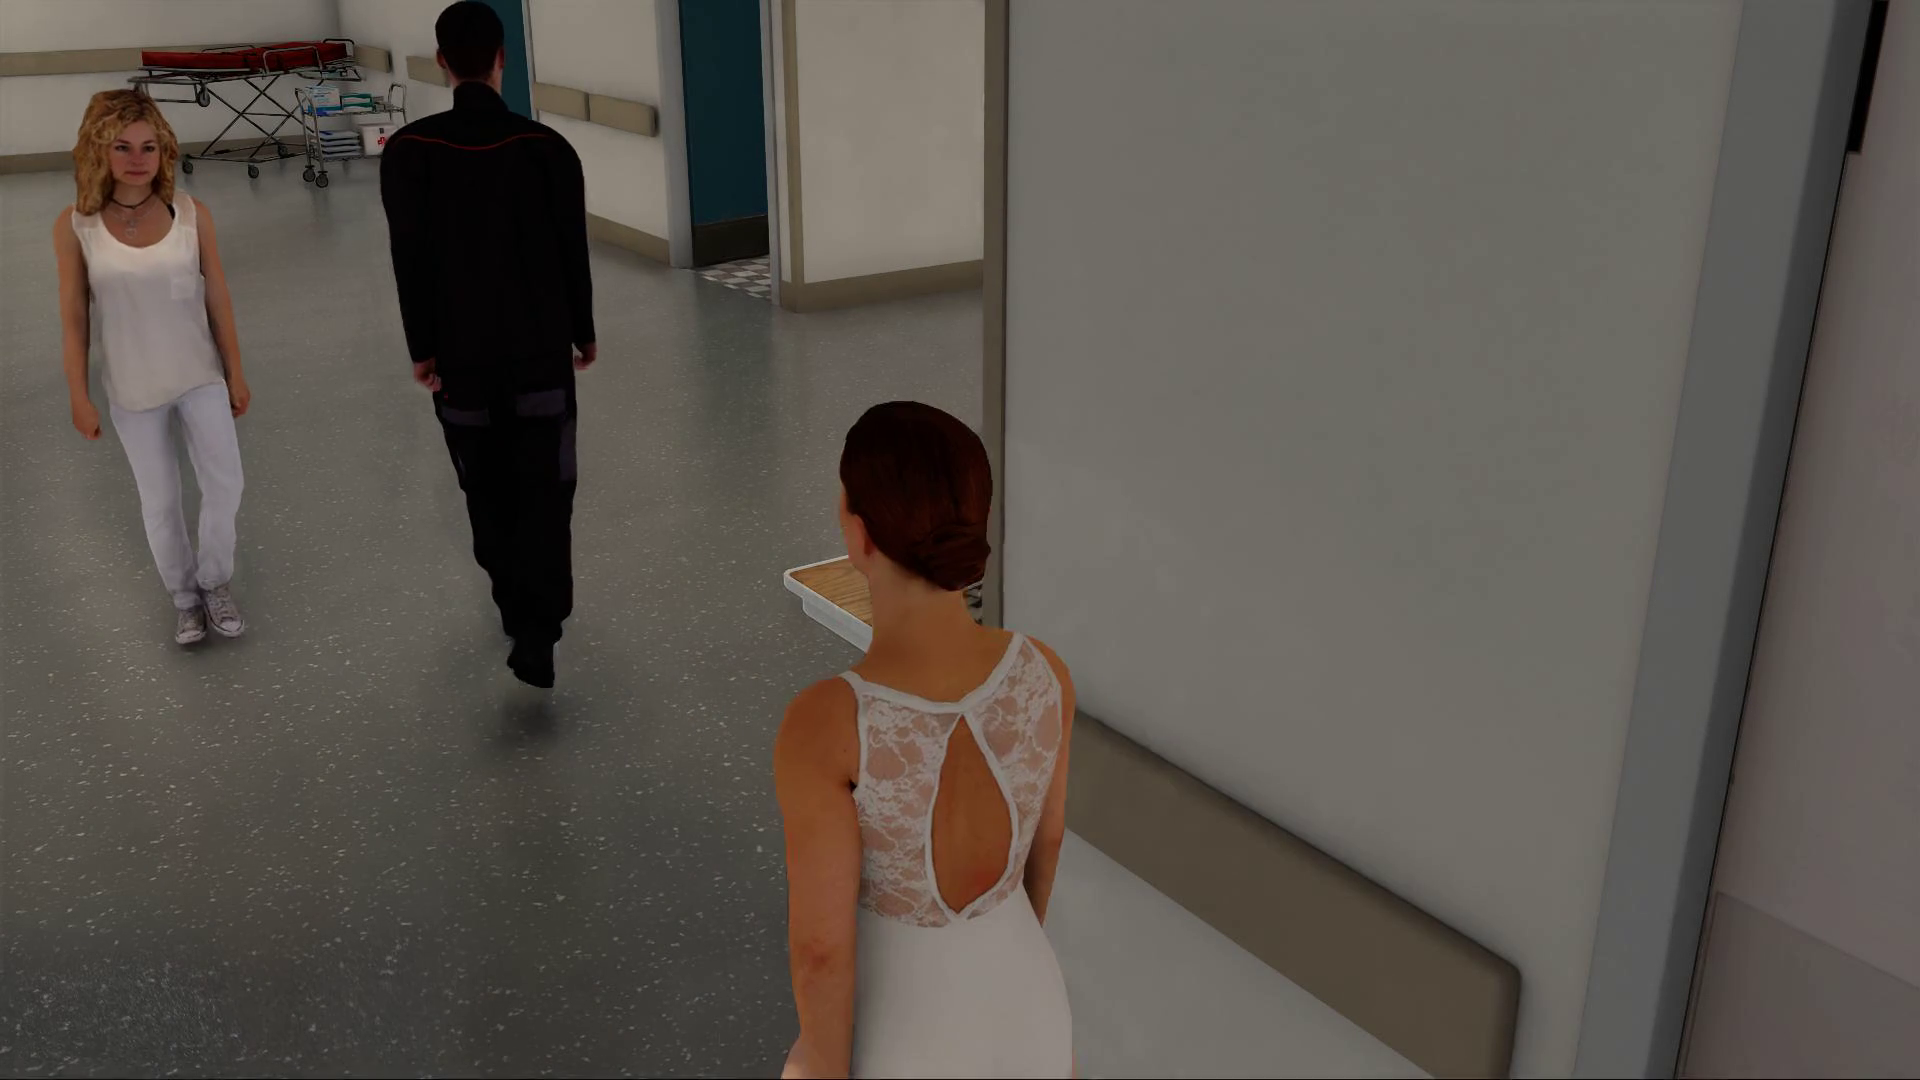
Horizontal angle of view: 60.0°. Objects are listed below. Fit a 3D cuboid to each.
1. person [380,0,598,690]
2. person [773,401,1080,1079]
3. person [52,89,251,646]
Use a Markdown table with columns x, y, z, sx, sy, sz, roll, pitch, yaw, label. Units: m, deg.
| x | y | z | sx | sy | sz | roll | pitch | yaw | label |
| --- | --- | --- | --- | --- | --- | --- | --- | --- | --- |
| -1.278 | -0.485 | 4.626 | 1.064 | 1.879 | 1.300 | -2 | 21 | -6 | person |
| 0.020 | 0.665 | 1.961 | 0.644 | 1.617 | 0.936 | -10 | 23 | -24 | person |
| -2.380 | -0.498 | 4.973 | 0.662 | 1.658 | 0.609 | -10 | 23 | -24 | person |
